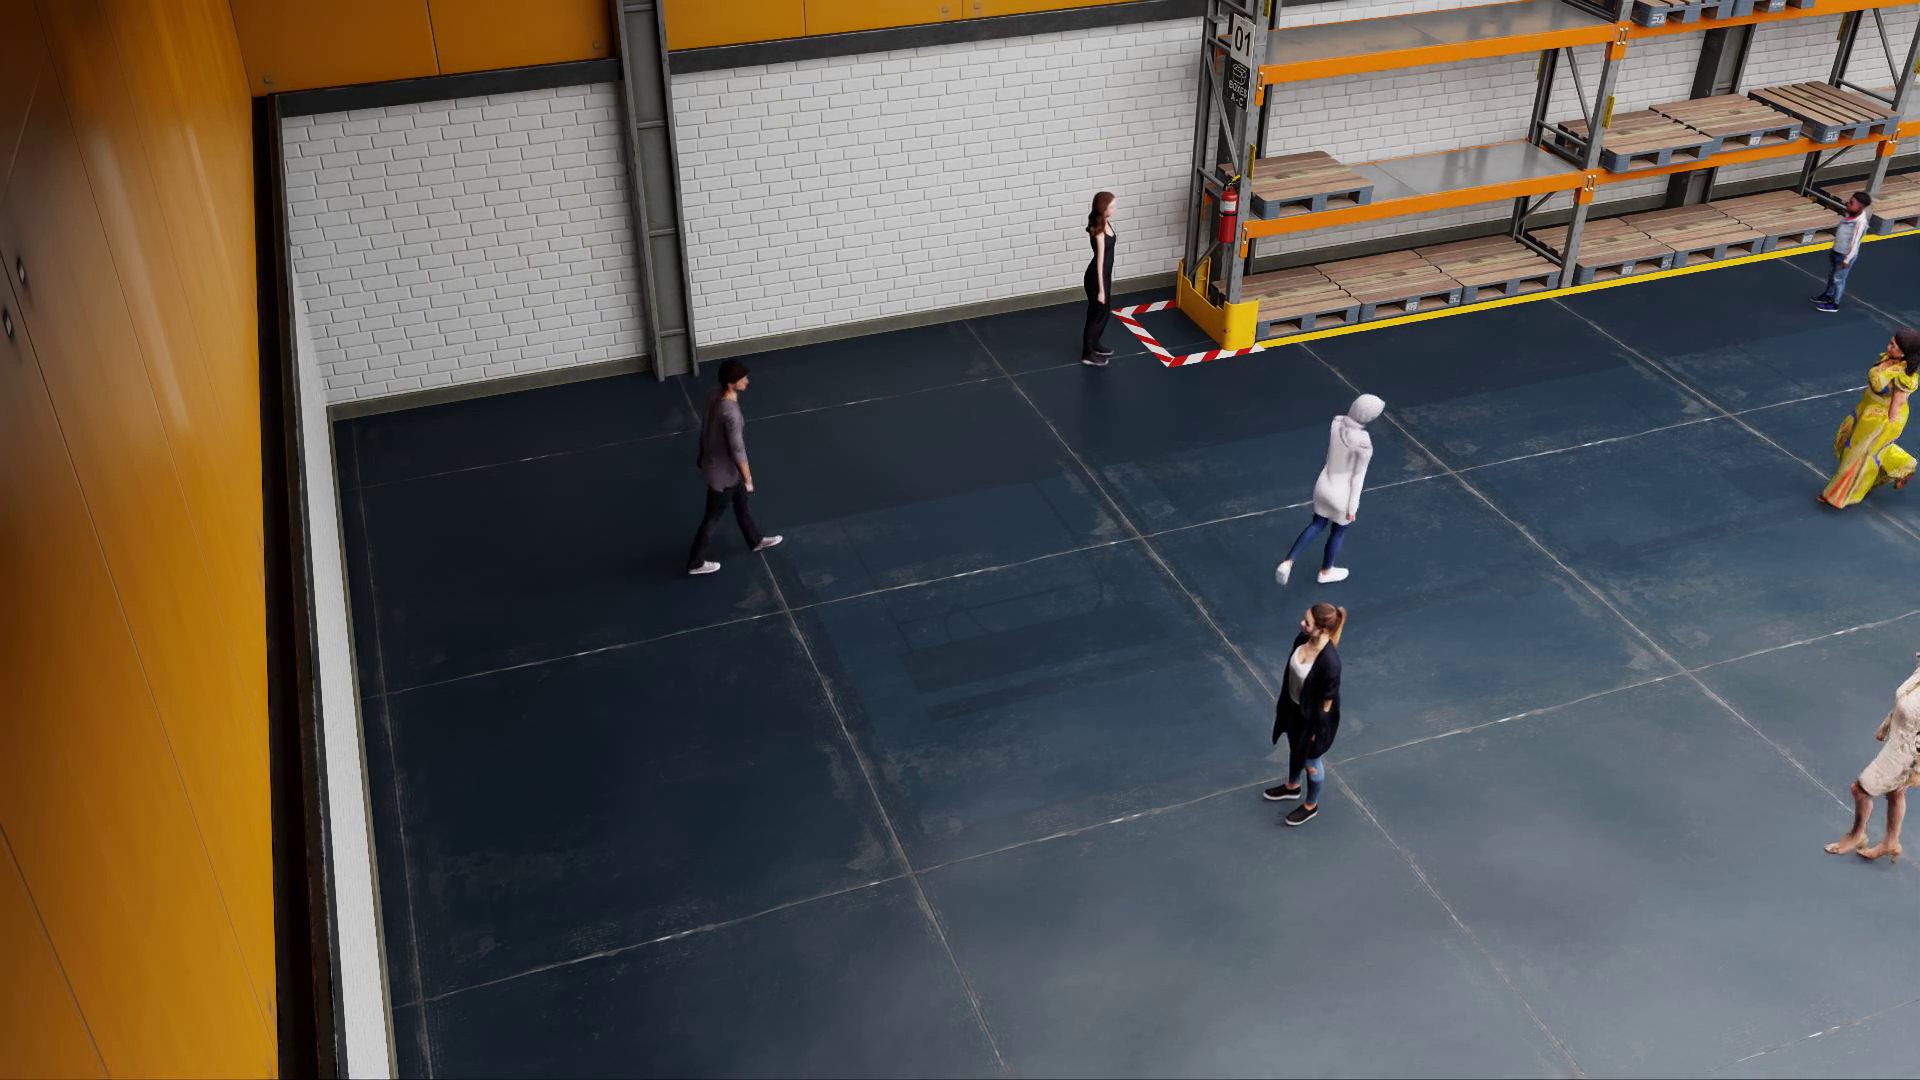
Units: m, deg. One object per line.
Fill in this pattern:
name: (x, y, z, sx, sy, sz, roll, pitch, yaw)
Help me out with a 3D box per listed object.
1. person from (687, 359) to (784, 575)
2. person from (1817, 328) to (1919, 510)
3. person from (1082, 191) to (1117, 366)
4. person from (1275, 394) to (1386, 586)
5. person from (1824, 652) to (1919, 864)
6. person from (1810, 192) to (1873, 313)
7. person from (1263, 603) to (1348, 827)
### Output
person: (-1.924, -0.535, 12.823, 1.041, 1.808, 0.710, -16, 37, -23)
person: (7.622, -0.985, 13.653, 1.111, 1.640, 0.964, 4, 34, 5)
person: (1.308, -2.501, 15.841, 0.691, 1.742, 0.673, 6, 34, 10)
person: (2.777, -0.323, 12.563, 0.998, 1.743, 0.772, -20, 39, -28)
person: (5.841, 1.318, 10.115, 0.825, 1.721, 0.765, 10, 35, 15)
person: (9.027, -2.953, 16.956, 0.592, 1.261, 0.559, 4, 34, 6)
person: (2.220, 1.077, 10.512, 0.552, 1.683, 0.625, -10, 35, -15)
